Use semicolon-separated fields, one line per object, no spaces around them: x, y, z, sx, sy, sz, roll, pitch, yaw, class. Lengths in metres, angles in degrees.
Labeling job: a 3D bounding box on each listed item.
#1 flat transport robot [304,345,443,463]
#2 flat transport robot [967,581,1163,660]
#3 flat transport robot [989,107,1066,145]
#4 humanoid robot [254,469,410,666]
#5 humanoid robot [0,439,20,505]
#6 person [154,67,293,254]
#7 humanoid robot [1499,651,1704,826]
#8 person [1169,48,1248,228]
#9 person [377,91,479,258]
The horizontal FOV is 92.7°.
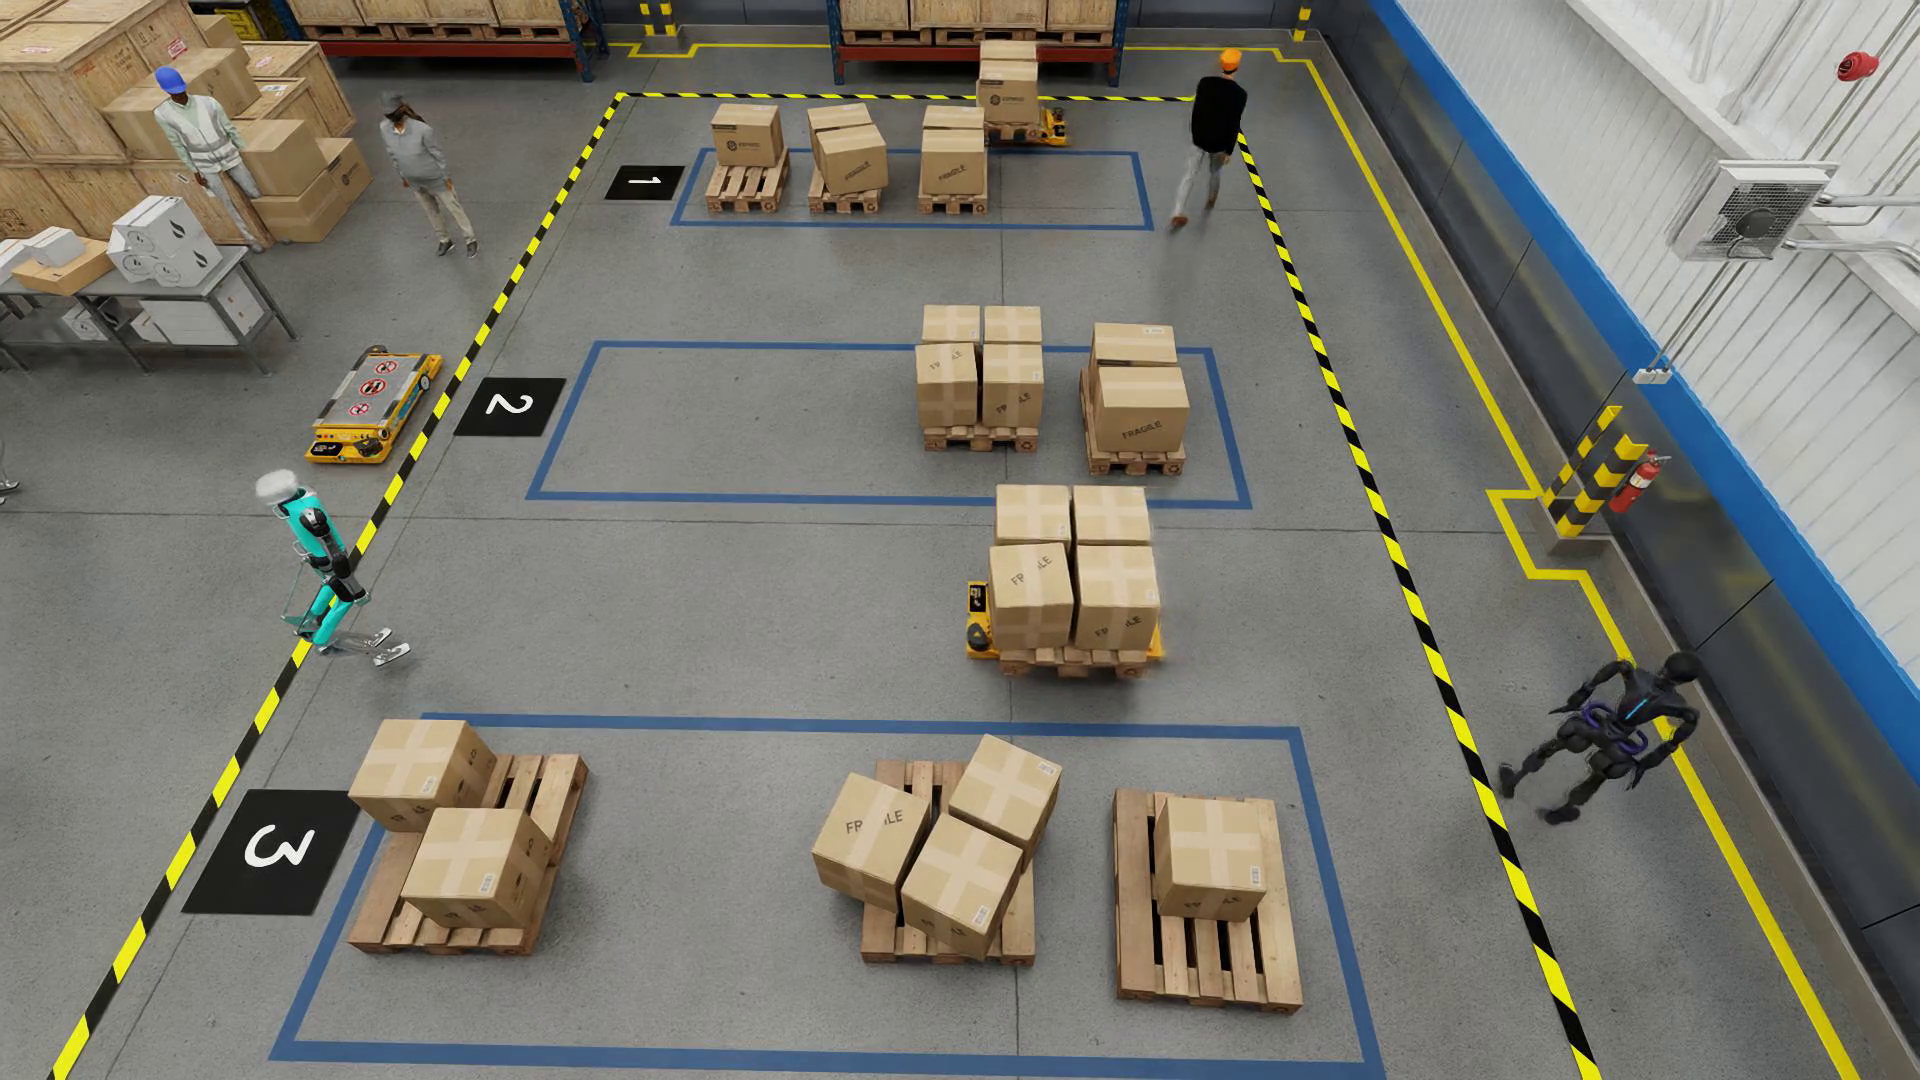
-5.383;-1.269;8.441;0.659;0.231;1.431;1;50;1;flat transport robot
0.769;0.567;6.869;1.431;0.197;0.652;1;50;1;flat transport robot
0.646;-5.390;11.909;1.431;0.197;0.652;1;50;1;flat transport robot
-4.295;0.304;6.059;0.533;1.677;0.735;34;57;25;humanoid robot
-8.087;-0.927;7.130;0.715;1.709;0.530;-15;51;-13;humanoid robot
-7.775;-3.962;9.649;0.602;1.908;0.412;-32;57;-24;person
3.812;1.182;5.440;0.372;1.640;0.585;-30;56;-23;humanoid robot
2.752;-4.379;10.060;0.583;1.824;1.006;27;55;21;person
-5.593;-3.816;9.612;0.572;1.768;0.397;3;50;2;person
